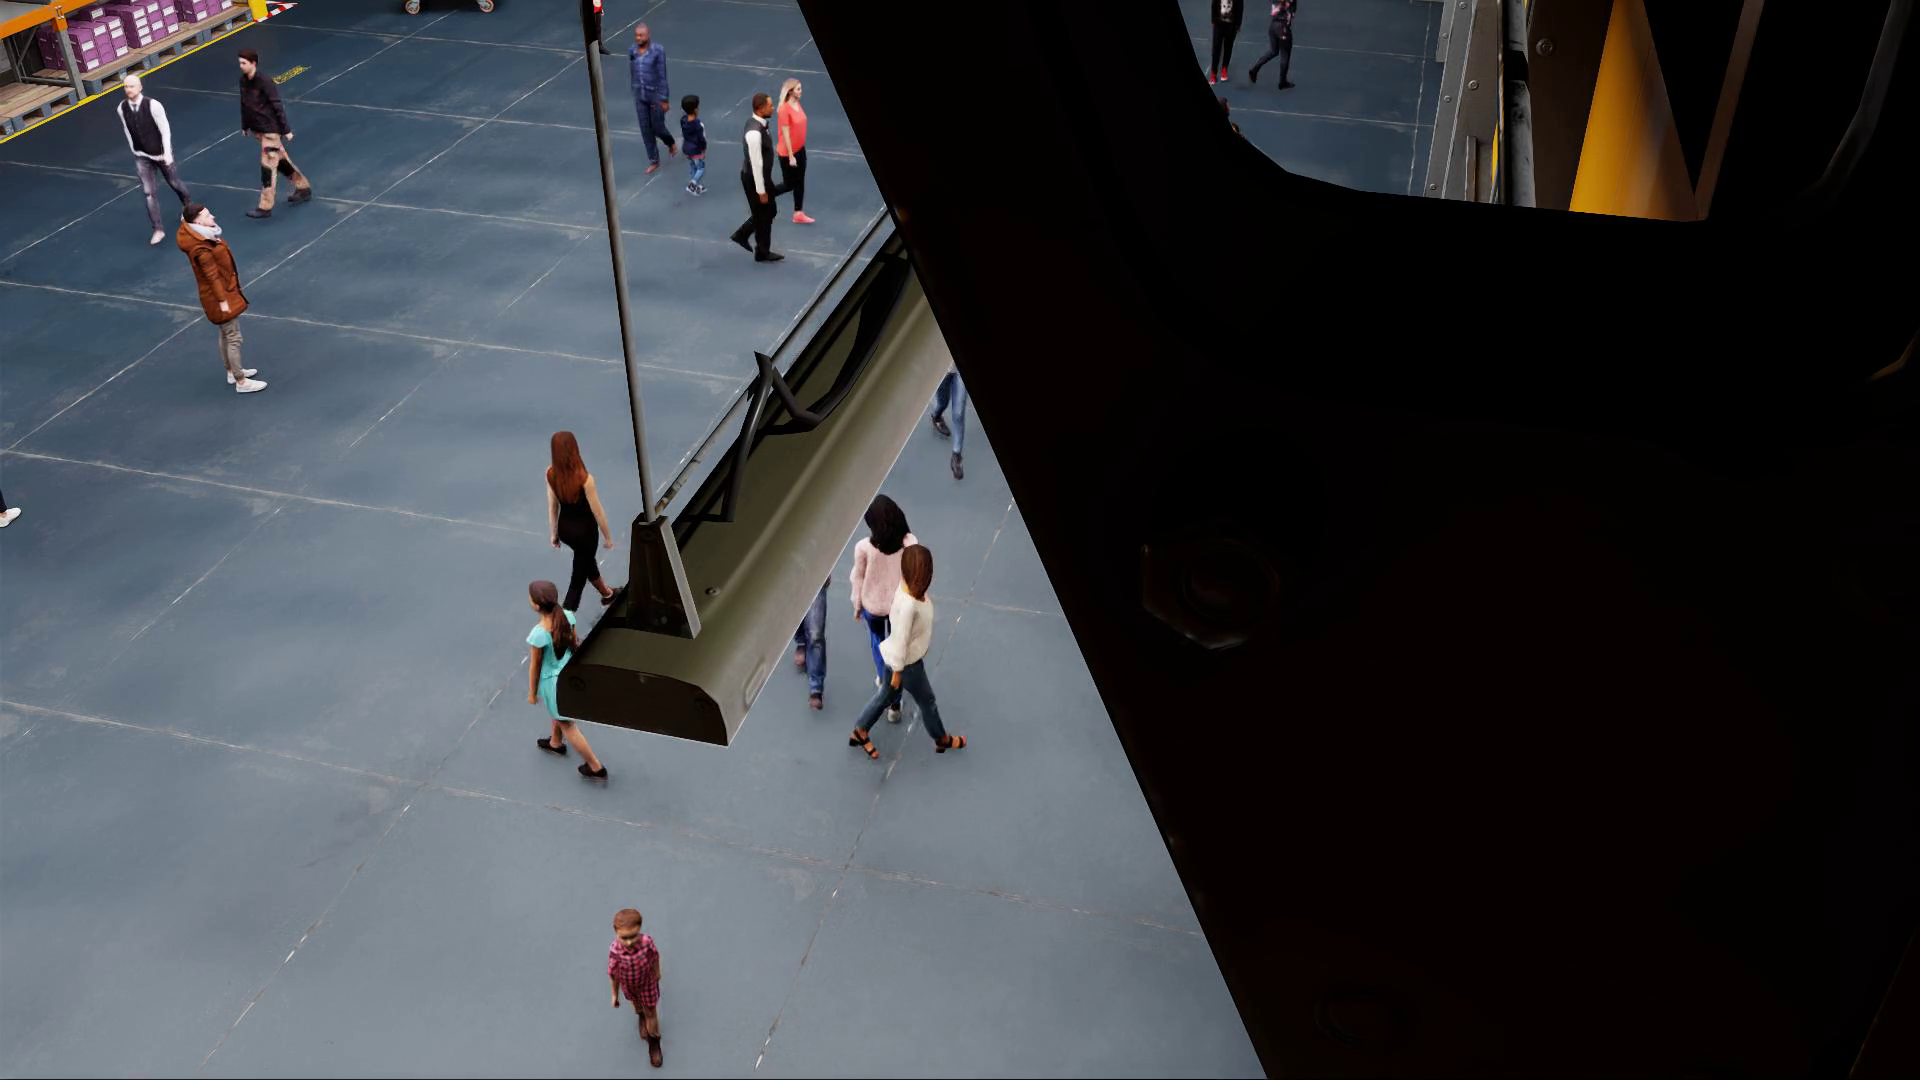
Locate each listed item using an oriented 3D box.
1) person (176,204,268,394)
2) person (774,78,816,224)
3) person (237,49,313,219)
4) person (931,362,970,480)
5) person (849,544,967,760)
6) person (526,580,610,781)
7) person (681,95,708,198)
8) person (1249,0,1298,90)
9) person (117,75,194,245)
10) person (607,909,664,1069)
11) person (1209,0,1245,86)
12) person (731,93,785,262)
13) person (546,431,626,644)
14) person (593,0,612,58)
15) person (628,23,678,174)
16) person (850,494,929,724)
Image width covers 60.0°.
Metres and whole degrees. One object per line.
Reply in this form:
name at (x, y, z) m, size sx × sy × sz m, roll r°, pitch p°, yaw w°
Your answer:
person at (-6.900, -2.260, 15.488) m, size 0.906 × 1.839 × 0.853 m, roll -20°, pitch 39°, yaw -28°
person at (-1.980, -4.379, 18.817) m, size 0.720 × 1.684 × 0.838 m, roll 14°, pitch 36°, yaw 20°
person at (-7.887, -4.700, 19.131) m, size 0.959 × 1.871 × 1.317 m, roll 19°, pitch 38°, yaw 26°
person at (-0.091, -1.450, 14.431) m, size 0.975 × 1.660 × 1.257 m, roll -8°, pitch 34°, yaw -11°
person at (-0.451, 0.797, 11.083) m, size 0.903 × 1.624 × 1.057 m, roll 3°, pitch 34°, yaw 4°
person at (-2.599, 0.952, 10.934) m, size 0.778 × 1.533 × 0.930 m, roll 18°, pitch 38°, yaw 25°
person at (-3.175, -4.616, 19.599) m, size 0.618 × 1.213 × 0.673 m, roll 23°, pitch 40°, yaw 30°
person at (4.315, -7.007, 22.787) m, size 0.936 × 1.665 × 0.925 m, roll -10°, pitch 35°, yaw -14°
person at (-8.973, -4.310, 18.629) m, size 0.928 × 1.777 × 1.289 m, roll -1°, pitch 34°, yaw -1°
person at (-1.796, 2.389, 9.246) m, size 0.586 × 1.007 × 0.721 m, roll -5°, pitch 34°, yaw -8°
person at (3.707, -7.190, 23.081) m, size 0.616 × 1.645 × 0.920 m, roll 6°, pitch 34°, yaw 9°
person at (-2.254, -3.851, 17.831) m, size 0.872 × 1.896 × 0.840 m, roll -1°, pitch 34°, yaw -1°
person at (-2.849, 0.027, 12.189) m, size 0.765 × 1.683 × 1.210 m, roll 15°, pitch 37°, yaw 22°
person at (-5.328, -7.687, 24.157) m, size 0.593 × 1.281 × 0.497 m, roll 16°, pitch 37°, yaw 22°
person at (-3.724, -5.413, 20.258) m, size 0.703 × 1.811 × 0.810 m, roll 12°, pitch 36°, yaw 18°
person at (-0.497, 0.523, 11.387) m, size 0.810 × 1.744 × 0.845 m, roll -2°, pitch 34°, yaw -3°
